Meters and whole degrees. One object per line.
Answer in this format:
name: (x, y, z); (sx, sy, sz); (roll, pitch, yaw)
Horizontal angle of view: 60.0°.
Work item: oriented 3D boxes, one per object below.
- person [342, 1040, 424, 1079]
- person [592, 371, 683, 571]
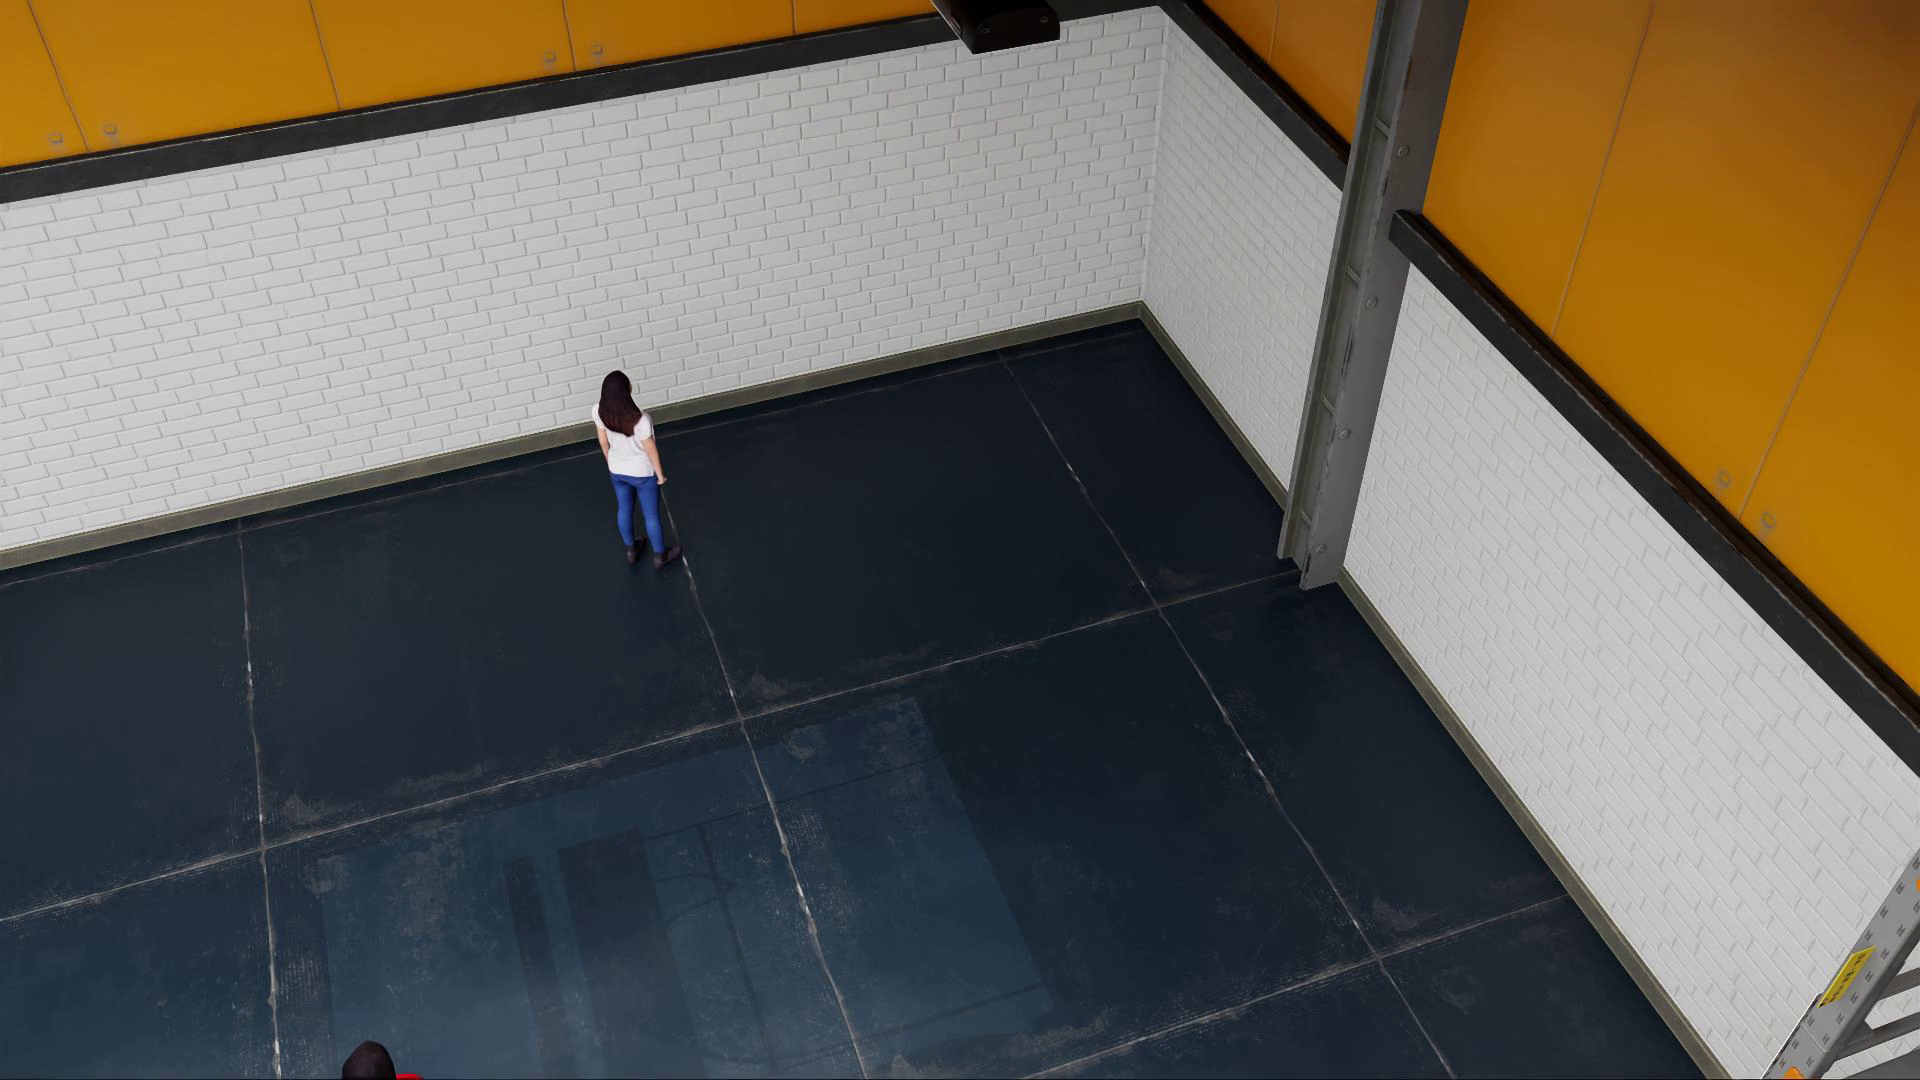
person: (-2.598, 2.875, 7.840); (0.589, 1.744, 0.508); (-11, 45, -11)
person: (-2.237, -0.462, 11.384); (0.676, 1.685, 0.722); (15, 46, 15)
